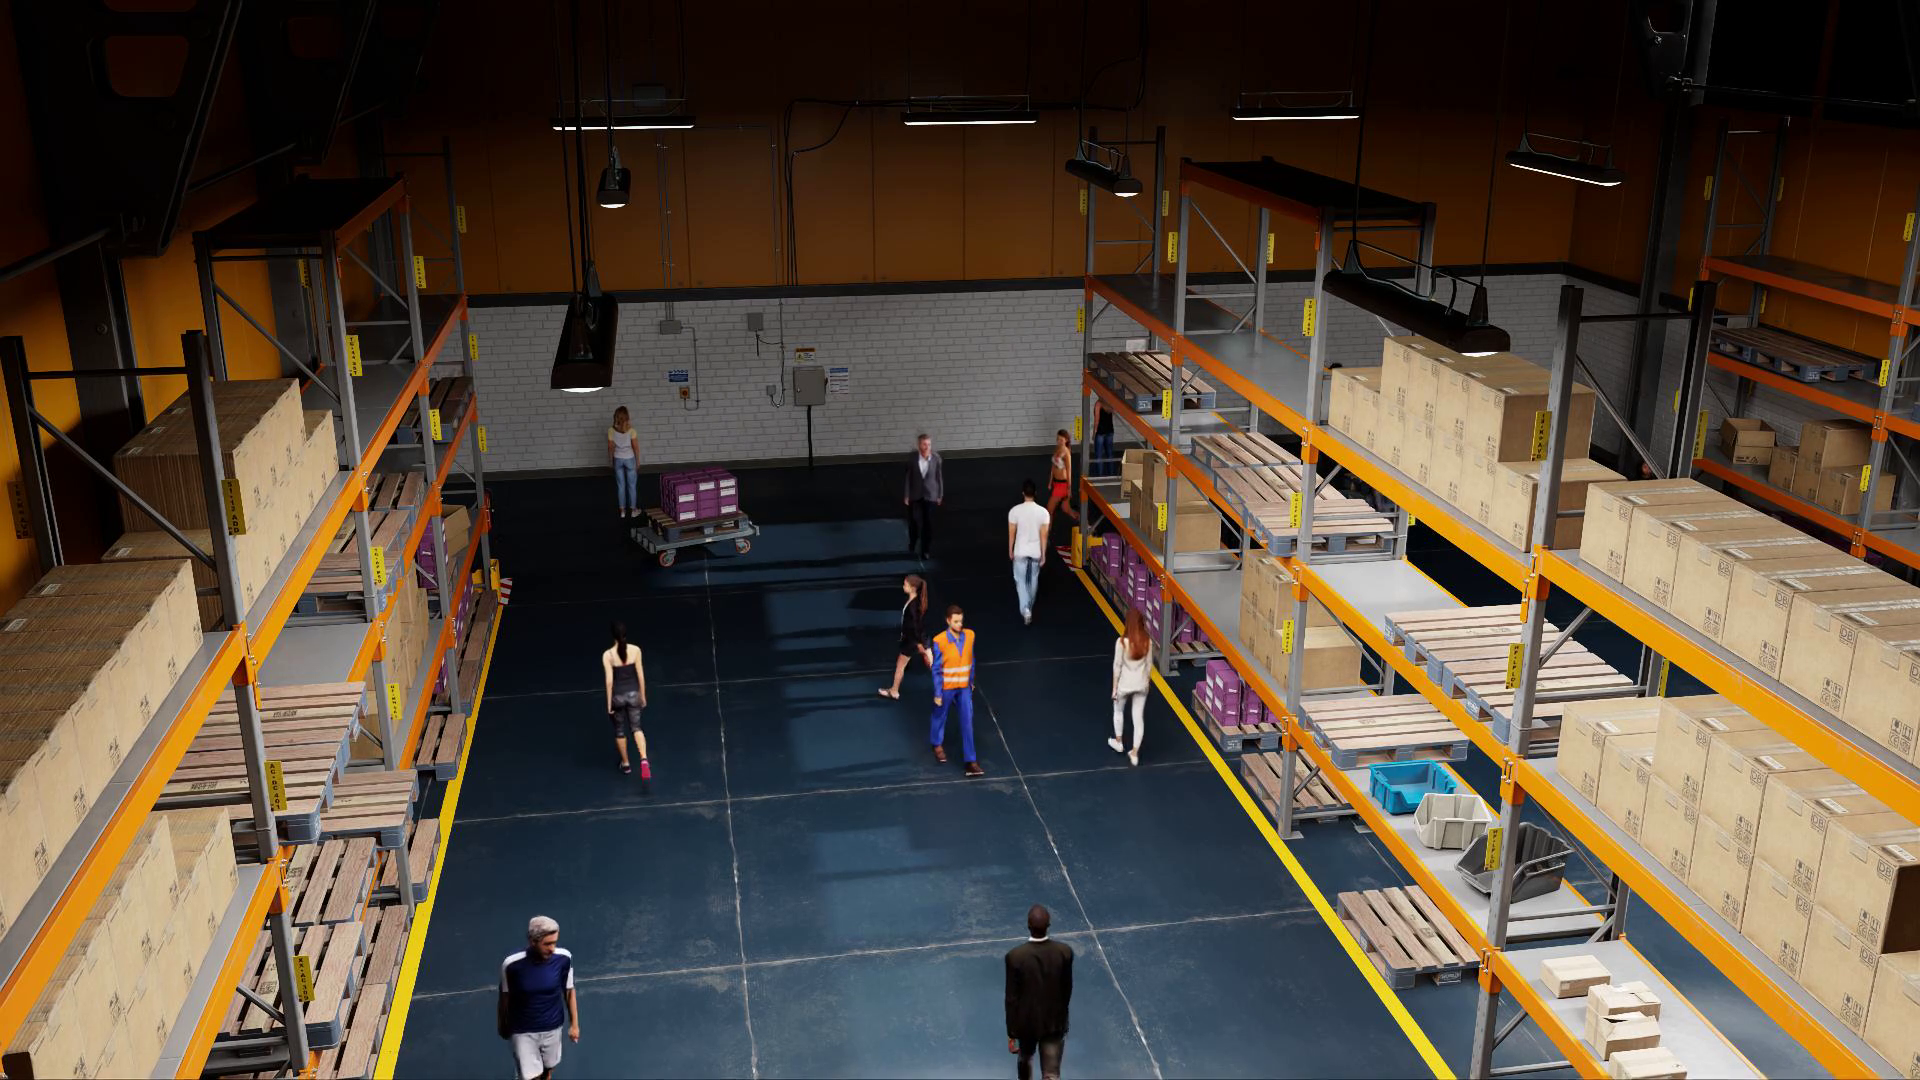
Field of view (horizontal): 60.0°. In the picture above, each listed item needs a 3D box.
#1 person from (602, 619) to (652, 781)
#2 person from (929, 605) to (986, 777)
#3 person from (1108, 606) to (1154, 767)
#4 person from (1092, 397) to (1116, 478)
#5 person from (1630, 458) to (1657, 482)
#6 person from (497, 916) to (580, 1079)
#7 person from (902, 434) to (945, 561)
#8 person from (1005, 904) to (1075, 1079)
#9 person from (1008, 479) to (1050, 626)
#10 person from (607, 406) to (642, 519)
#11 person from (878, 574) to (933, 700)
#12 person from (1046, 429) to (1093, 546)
[{"bbox_3d":[-3.367,1.653,16.850,0.775,1.708,1.046,-10,21,-28],"label":"person"},{"bbox_3d":[-0.112,1.506,17.130,0.941,1.809,1.282,-10,21,-27],"label":"person"},{"bbox_3d":[1.805,1.543,17.198,0.605,1.695,0.763,-4,19,-10],"label":"person"},{"bbox_3d":[2.326,-1.737,26.894,0.670,1.722,0.672,-15,23,-37],"label":"person"},{"bbox_3d":[9.278,-0.333,22.773,0.630,1.691,0.696,-1,19,-2],"label":"person"},{"bbox_3d":[-3.000,3.377,11.607,0.785,1.787,0.838,-6,20,-18],"label":"person"},{"bbox_3d":[-0.546,-0.644,23.489,0.722,1.825,0.661,-3,19,-8],"label":"person"},{"bbox_3d":[0.577,3.426,11.522,0.733,1.749,1.226,-2,19,-6],"label":"person"},{"bbox_3d":[0.872,0.180,21.031,0.727,1.832,1.134,-2,19,-6],"label":"person"},{"bbox_3d":[-5.098,-1.188,25.266,0.672,1.722,0.608,1,19,2],"label":"person"},{"bbox_3d":[-0.405,1.123,18.722,0.912,1.518,1.094,5,19,15],"label":"person"},{"bbox_3d":[1.543,-0.736,23.904,0.746,1.735,1.118,-5,19,-14],"label":"person"}]
